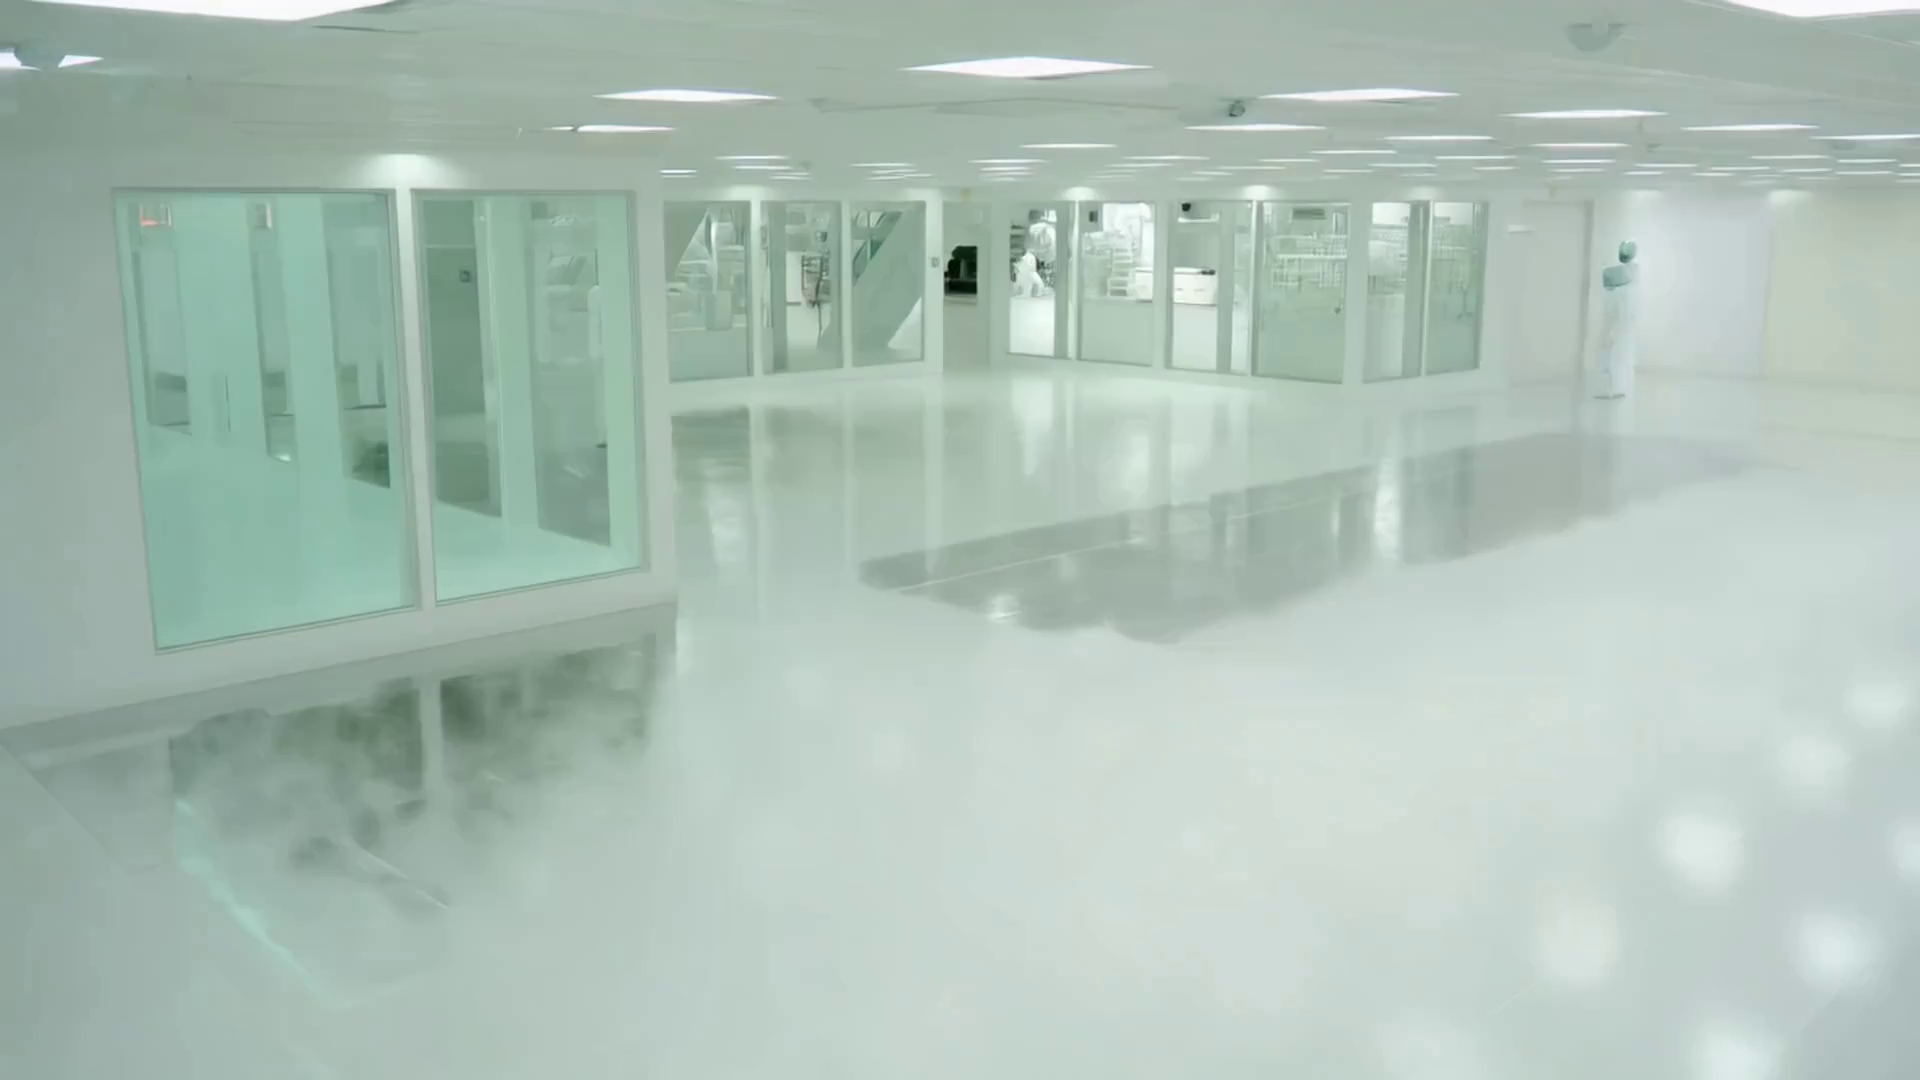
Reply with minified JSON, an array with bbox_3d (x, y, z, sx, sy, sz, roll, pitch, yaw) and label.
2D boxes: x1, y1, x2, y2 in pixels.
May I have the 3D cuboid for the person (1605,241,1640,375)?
[{"bbox_3d":[9.308,-3.241,23.302,0.533,1.868,0.310,-11,15,-43],"label":"person"}]

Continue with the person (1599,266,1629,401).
[{"bbox_3d":[7.978,-2.500,20.226,0.312,1.620,0.545,9,15,39],"label":"person"}]
